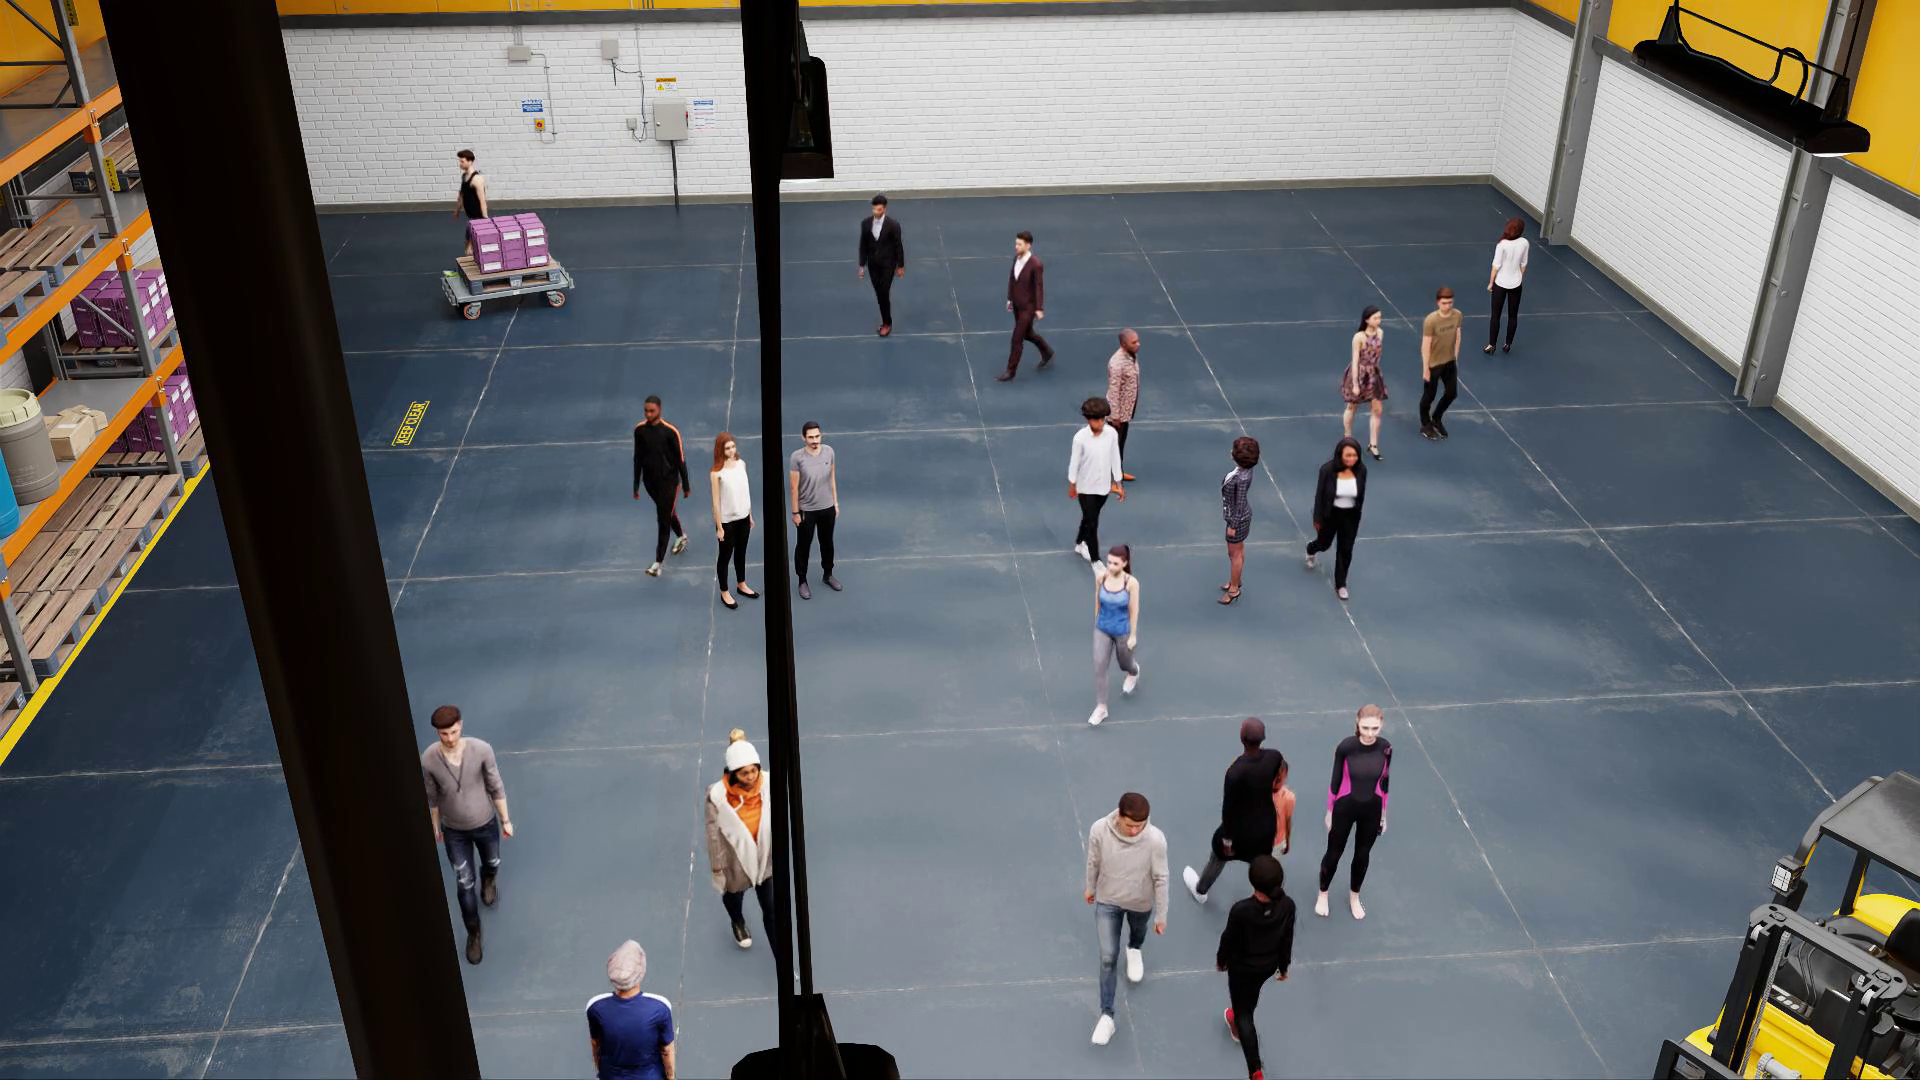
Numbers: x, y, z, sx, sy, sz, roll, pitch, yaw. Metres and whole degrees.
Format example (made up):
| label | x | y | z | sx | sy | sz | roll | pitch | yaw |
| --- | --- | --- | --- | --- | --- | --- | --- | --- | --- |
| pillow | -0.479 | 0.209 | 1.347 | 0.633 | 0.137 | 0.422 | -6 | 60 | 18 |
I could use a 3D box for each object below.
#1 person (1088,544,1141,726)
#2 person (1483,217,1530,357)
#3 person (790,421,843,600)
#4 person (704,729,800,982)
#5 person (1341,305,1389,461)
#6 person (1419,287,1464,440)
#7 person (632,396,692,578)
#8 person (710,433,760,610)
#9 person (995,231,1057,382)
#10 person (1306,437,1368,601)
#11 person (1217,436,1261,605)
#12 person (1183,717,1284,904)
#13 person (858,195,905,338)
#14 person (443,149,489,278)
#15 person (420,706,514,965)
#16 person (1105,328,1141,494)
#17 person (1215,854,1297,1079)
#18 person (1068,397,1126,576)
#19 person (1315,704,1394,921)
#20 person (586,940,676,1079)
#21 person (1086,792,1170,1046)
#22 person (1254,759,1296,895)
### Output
| label | x | y | z | sx | sy | sz | roll | pitch | yaw |
| --- | --- | --- | --- | --- | --- | --- | --- | --- | --- |
| person | 1.334 | 0.739 | 13.898 | 0.926 | 1.585 | 1.089 | 14 | 32 | 25 |
| person | 6.873 | -3.183 | 20.870 | 0.602 | 1.795 | 0.507 | -3 | 29 | -5 |
| person | -1.363 | -0.318 | 15.659 | 0.701 | 1.754 | 0.678 | -15 | 32 | -25 |
| person | -1.465 | 2.053 | 11.215 | 0.952 | 1.848 | 1.230 | -12 | 31 | -21 |
| person | 4.381 | -1.764 | 18.314 | 0.826 | 1.751 | 0.956 | -15 | 32 | -25 |
| person | 5.317 | -2.010 | 18.688 | 0.786 | 1.825 | 0.753 | -12 | 31 | -21 |
| person | -2.855 | -0.585 | 16.142 | 0.972 | 1.761 | 1.270 | 9 | 30 | 16 |
| person | -2.130 | -0.201 | 15.480 | 0.698 | 1.722 | 0.645 | 23 | 36 | 36 |
| person | 0.856 | -2.879 | 20.258 | 1.142 | 1.848 | 1.253 | -17 | 33 | -29 |
| person | 3.546 | -0.269 | 15.738 | 0.668 | 1.593 | 0.993 | -4 | 29 | -8 |
| person | 2.589 | -0.195 | 15.489 | 0.745 | 1.702 | 0.605 | 8 | 30 | 14 |
| person | 2.034 | 2.039 | 11.368 | 0.875 | 1.726 | 1.144 | -13 | 31 | -23 |
| person | -0.969 | -3.605 | 21.575 | 0.846 | 1.859 | 0.871 | 14 | 32 | 25 |
| person | -6.692 | -4.560 | 23.350 | 1.083 | 1.837 | 1.228 | -15 | 32 | -25 |
| person | -3.379 | 1.889 | 11.478 | 0.867 | 1.884 | 1.171 | -9 | 30 | -16 |
| person | 1.677 | -1.407 | 17.609 | 0.847 | 1.799 | 0.735 | 13 | 31 | 23 |
| person | 1.839 | 2.681 | 10.275 | 0.704 | 1.645 | 1.105 | -7 | 29 | -12 |
| person | 1.260 | -0.583 | 16.125 | 0.848 | 1.774 | 1.086 | -13 | 31 | -22 |
| person | 2.778 | 1.881 | 11.632 | 0.600 | 1.751 | 0.569 | 0 | 29 | 0 |
| person | -1.849 | 3.076 | 9.378 | 0.691 | 1.811 | 1.136 | -5 | 29 | -8 |
| person | 1.096 | 2.288 | 10.851 | 0.961 | 1.784 | 1.378 | 5 | 29 | 9 |
| person | 2.185 | 2.062 | 11.779 | 0.795 | 1.293 | 0.960 | 14 | 31 | 23 |
